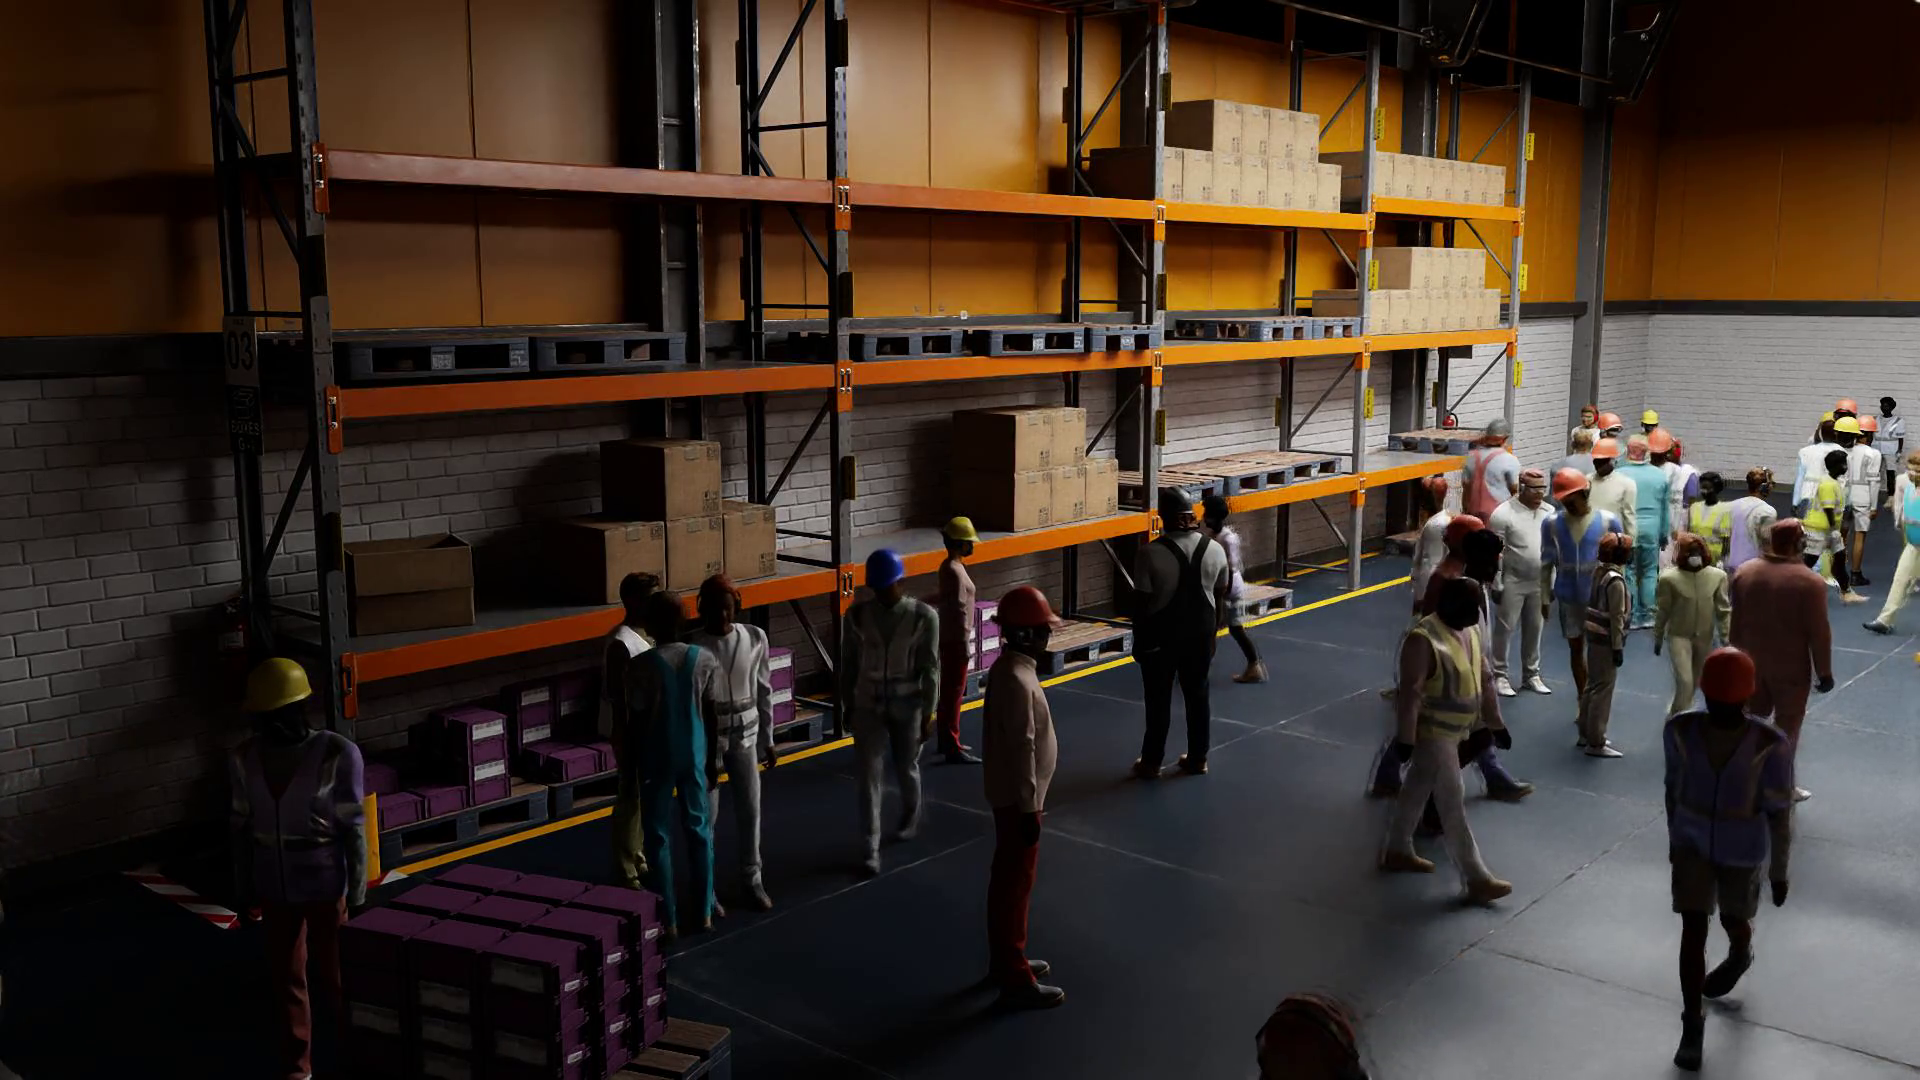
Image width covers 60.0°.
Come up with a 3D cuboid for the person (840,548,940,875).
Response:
[{"bbox_3d":[-0.409,0.956,9.861,0.608,1.907,0.851,1,9,6],"label":"person"}]

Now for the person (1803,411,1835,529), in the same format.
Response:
[{"bbox_3d":[11.380,-0.826,21.907,0.493,1.730,0.324,3,9,20],"label":"person"}]

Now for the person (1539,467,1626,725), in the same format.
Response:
[{"bbox_3d":[4.797,0.436,12.880,0.656,2.004,0.418,6,10,32],"label":"person"}]

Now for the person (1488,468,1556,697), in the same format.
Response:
[{"bbox_3d":[4.686,0.351,13.784,0.647,1.900,0.400,-2,9,-15],"label":"person"}]

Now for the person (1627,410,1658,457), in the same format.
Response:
[{"bbox_3d":[8.997,-0.825,21.804,0.526,1.762,0.339,3,9,20],"label":"person"}]

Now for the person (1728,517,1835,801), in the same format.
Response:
[{"bbox_3d":[5.406,0.793,10.931,0.452,1.903,0.656,-4,10,-26],"label":"person"}]

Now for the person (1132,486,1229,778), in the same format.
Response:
[{"bbox_3d":[1.487,0.624,11.551,0.681,2.000,0.535,-3,9,-17],"label":"person"}]

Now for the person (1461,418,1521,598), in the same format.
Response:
[{"bbox_3d":[5.608,-0.324,17.669,1.003,2.000,0.685,-4,10,-23],"label":"person"}]

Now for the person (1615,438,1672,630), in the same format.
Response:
[{"bbox_3d":[6.657,-0.054,16.419,0.710,1.889,0.428,0,9,1],"label":"person"}]

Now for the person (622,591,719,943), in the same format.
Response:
[{"bbox_3d":[-1.491,1.176,8.669,0.551,1.838,0.323,-5,10,-31],"label":"person"}]

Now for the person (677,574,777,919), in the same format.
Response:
[{"bbox_3d":[-1.287,1.106,8.996,0.585,1.873,0.351,-5,10,-28],"label":"person"}]

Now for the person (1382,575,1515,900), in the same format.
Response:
[{"bbox_3d":[2.800,1.086,9.363,0.939,1.787,0.654,8,12,42],"label":"person"}]

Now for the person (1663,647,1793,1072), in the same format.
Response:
[{"bbox_3d":[3.467,1.345,7.511,0.559,1.875,0.973,6,11,33],"label":"person"}]

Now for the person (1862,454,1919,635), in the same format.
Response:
[{"bbox_3d":[9.287,0.064,16.012,0.996,1.792,0.615,0,9,-3],"label":"person"}]

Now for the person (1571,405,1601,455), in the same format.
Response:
[{"bbox_3d":[8.190,-0.840,21.665,0.394,1.836,0.561,-5,10,-31],"label":"person"}]

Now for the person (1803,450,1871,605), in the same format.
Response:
[{"bbox_3d":[9.193,-0.106,17.447,0.789,1.665,0.547,7,11,39],"label":"person"}]

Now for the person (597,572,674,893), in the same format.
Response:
[{"bbox_3d":[-1.811,1.081,9.233,0.373,1.843,0.571,0,9,3],"label":"person"}]

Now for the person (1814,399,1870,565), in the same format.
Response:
[{"bbox_3d":[10.617,-0.691,20.095,0.613,2.028,0.409,5,10,31],"label":"person"}]

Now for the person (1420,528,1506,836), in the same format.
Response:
[{"bbox_3d":[3.099,0.875,10.256,0.467,1.938,0.686,5,10,30],"label":"person"}]

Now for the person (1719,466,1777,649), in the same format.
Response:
[{"bbox_3d":[6.880,0.273,14.490,0.350,1.837,0.502,-3,9,-17],"label":"person"}]

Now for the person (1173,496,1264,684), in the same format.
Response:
[{"bbox_3d":[2.210,0.434,14.016,0.859,1.640,0.541,-3,9,-18],"label":"person"}]

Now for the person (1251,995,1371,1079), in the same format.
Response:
[{"bbox_3d":[0.795,1.921,3.756,0.804,1.858,0.666,-8,12,-42],"label":"person"}]

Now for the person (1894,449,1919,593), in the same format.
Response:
[{"bbox_3d":[10.488,-0.198,18.194,0.508,1.617,0.536,-7,11,-37],"label":"person"}]

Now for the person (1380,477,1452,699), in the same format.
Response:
[{"bbox_3d":[3.809,0.416,13.434,0.726,1.869,0.609,3,9,20],"label":"person"}]

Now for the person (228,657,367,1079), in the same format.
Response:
[{"bbox_3d":[-2.721,1.418,6.842,0.587,1.920,0.384,1,9,9],"label":"person"}]

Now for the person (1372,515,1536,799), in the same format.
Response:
[{"bbox_3d":[3.239,0.783,10.943,1.025,1.928,0.587,4,10,23],"label":"person"}]

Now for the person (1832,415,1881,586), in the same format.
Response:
[{"bbox_3d":[10.153,-0.445,18.822,0.386,1.929,0.543,-4,10,-26],"label":"person"}]

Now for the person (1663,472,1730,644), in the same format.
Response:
[{"bbox_3d":[7.020,0.184,15.620,0.893,1.643,0.550,-5,10,-30],"label":"person"}]

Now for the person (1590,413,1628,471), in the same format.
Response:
[{"bbox_3d":[7.160,-0.414,18.444,0.608,1.987,0.402,-3,9,-21],"label":"person"}]

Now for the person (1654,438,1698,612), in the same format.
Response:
[{"bbox_3d":[7.337,-0.162,17.368,0.731,1.807,0.574,-2,9,-13],"label":"person"}]

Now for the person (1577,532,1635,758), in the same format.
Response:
[{"bbox_3d":[4.687,0.752,12.043,0.312,1.631,0.515,1,9,8],"label":"person"}]

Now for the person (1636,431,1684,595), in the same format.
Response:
[{"bbox_3d":[7.229,-0.197,17.363,0.579,1.883,0.792,7,11,37],"label":"person"}]

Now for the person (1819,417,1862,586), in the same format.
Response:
[{"bbox_3d":[9.912,-0.436,18.791,0.398,1.918,0.588,3,9,20],"label":"person"}]

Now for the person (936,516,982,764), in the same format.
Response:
[{"bbox_3d":[-0.015,0.709,11.890,0.311,1.768,0.524,-2,9,-11],"label":"person"}]

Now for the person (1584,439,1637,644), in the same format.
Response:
[{"bbox_3d":[6.148,-0.005,15.949,0.960,1.950,0.626,-6,11,-35],"label":"person"}]

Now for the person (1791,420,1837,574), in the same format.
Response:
[{"bbox_3d":[9.855,-0.433,19.006,0.611,1.864,0.850,7,11,38],"label":"person"}]

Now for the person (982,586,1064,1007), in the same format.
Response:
[{"bbox_3d":[0.290,1.205,7.944,0.374,1.997,0.609,-1,9,-7],"label":"person"}]

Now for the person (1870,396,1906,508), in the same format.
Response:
[{"bbox_3d":[14.051,-1.333,25.280,0.317,1.695,0.540,-6,11,-35],"label":"person"}]

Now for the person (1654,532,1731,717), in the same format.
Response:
[{"bbox_3d":[5.411,0.719,12.350,0.499,1.600,0.769,0,9,1],"label":"person"}]

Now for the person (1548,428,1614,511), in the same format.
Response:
[{"bbox_3d":[6.405,-0.196,17.196,0.664,1.929,0.420,5,10,28],"label":"person"}]

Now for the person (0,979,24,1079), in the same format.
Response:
[{"bbox_3d":[-3.640,1.659,6.004,0.858,1.697,0.580,-8,12,-42],"label":"person"}]
